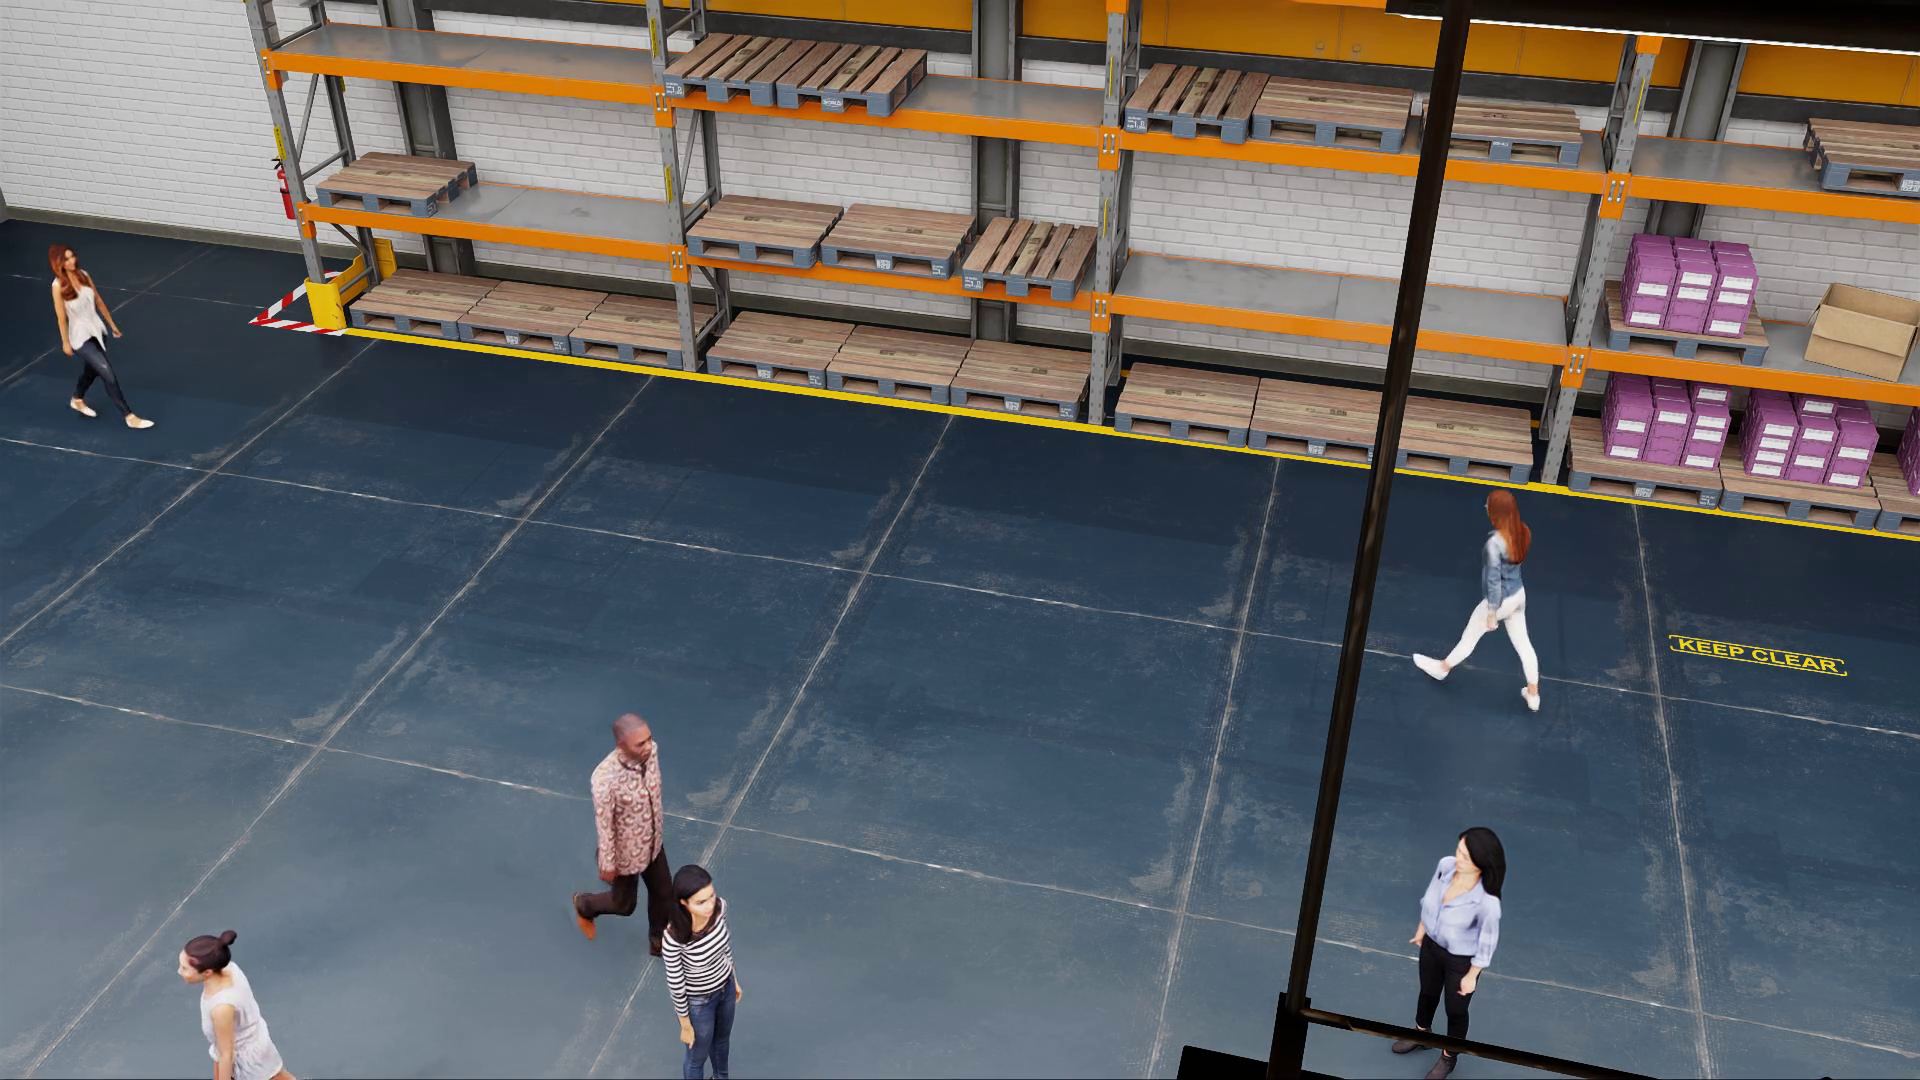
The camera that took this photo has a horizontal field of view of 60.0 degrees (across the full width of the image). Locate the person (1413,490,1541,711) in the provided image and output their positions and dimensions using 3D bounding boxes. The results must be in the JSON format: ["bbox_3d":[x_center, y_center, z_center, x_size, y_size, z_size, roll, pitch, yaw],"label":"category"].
[{"bbox_3d":[3.817,0.467,11.491,1.054,1.638,1.247,-25,41,-32],"label":"person"}]

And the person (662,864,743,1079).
[{"bbox_3d":[-1.304,2.349,8.516,0.577,1.797,0.631,20,38,27],"label":"person"}]

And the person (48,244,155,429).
[{"bbox_3d":[-7.840,-1.803,14.806,1.096,1.749,0.629,8,34,12],"label":"person"}]

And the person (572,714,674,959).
[{"bbox_3d":[-1.939,1.702,9.507,1.123,1.777,0.901,21,39,29],"label":"person"}]

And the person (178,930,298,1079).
[{"bbox_3d":[-3.525,2.560,8.408,1.098,1.564,1.014,-16,37,-23],"label":"person"}]

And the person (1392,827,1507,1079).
[{"bbox_3d":[2.607,2.192,8.800,0.775,1.744,0.732,-15,37,-22],"label":"person"}]
